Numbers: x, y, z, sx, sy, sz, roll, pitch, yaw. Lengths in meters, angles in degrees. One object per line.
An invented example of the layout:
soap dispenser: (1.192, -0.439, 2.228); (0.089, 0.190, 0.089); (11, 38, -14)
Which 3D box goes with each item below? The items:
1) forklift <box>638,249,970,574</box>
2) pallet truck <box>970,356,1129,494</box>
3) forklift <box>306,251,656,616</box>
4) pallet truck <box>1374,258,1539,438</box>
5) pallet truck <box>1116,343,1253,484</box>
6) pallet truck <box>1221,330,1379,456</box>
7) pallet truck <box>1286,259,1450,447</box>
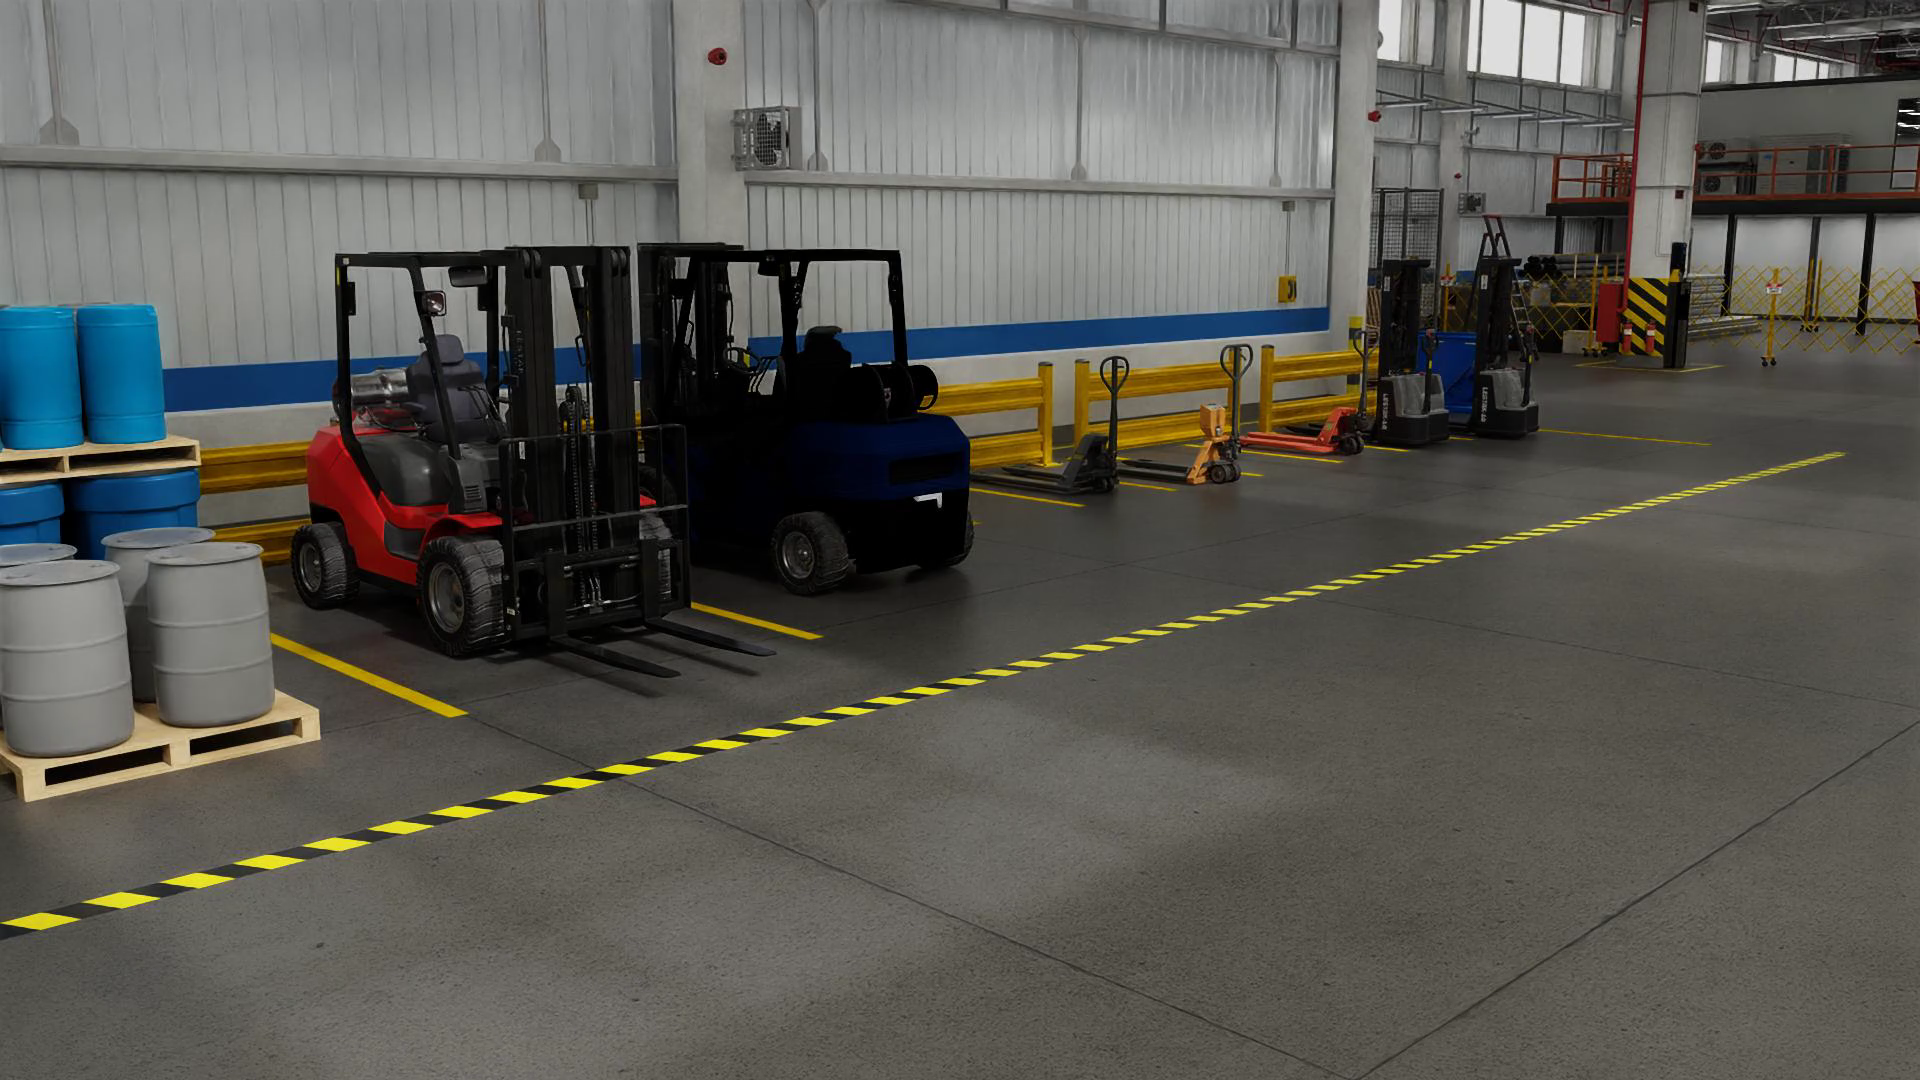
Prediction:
forklift: (-1.173, -0.958, 11.239); (2.680, 1.987, 1.157); (10, 14, 43)
pallet truck: (0.784, -1.085, 14.876); (0.680, 1.201, 1.601); (-10, 14, -44)
forklift: (-2.833, -0.669, 9.694); (1.157, 1.987, 2.680); (-10, 14, -44)
pallet truck: (5.704, -2.208, 18.901); (1.885, 1.965, 0.823); (10, 14, 43)
pallet truck: (1.962, -1.215, 15.415); (1.522, 1.261, 0.704); (10, 14, 43)
pallet truck: (3.563, -1.581, 17.381); (0.653, 1.274, 1.630); (-10, 14, -44)
pallet truck: (4.493, -2.078, 18.196); (0.823, 1.965, 1.885); (-9, 14, -40)
